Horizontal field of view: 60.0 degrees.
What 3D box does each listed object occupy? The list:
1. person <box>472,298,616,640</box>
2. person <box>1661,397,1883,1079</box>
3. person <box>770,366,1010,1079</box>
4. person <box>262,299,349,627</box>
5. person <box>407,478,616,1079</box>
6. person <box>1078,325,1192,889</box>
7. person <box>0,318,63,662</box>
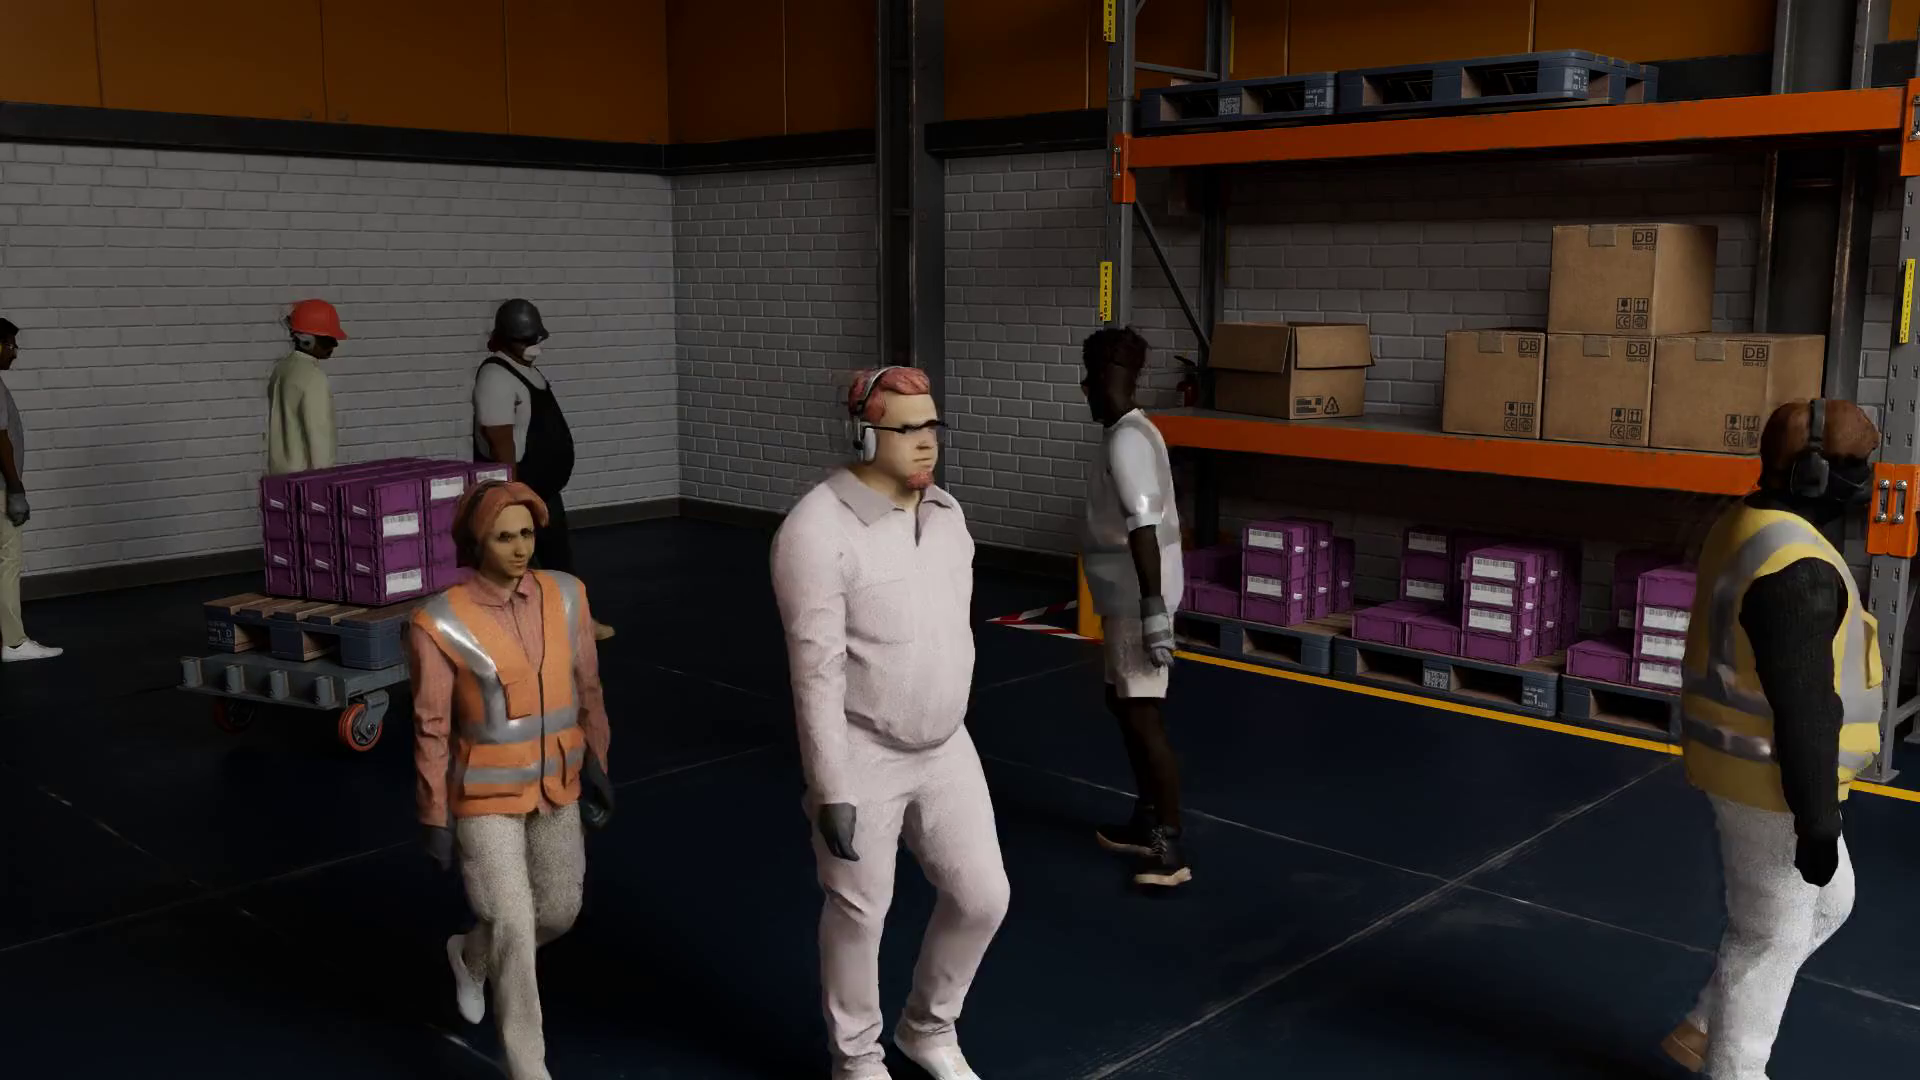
[{"bbox_3d":[-2.510,-0.404,9.292,0.984,2.000,0.719,0,9,1],"label":"person"},{"bbox_3d":[1.960,0.571,3.969,0.457,1.824,0.649,3,10,17],"label":"person"},{"bbox_3d":[-0.147,0.531,4.025,0.647,1.890,0.511,-9,13,-43],"label":"person"},{"bbox_3d":[-3.627,-0.318,9.025,0.724,1.965,0.622,9,13,44],"label":"person"},{"bbox_3d":[-1.175,0.634,4.207,0.673,1.619,0.534,7,12,38],"label":"person"},{"bbox_3d":[0.625,0.220,5.831,0.443,1.922,0.765,1,9,4],"label":"person"},{"bbox_3d":[-5.199,-0.273,9.030,0.517,1.865,0.327,8,12,39],"label":"person"}]
